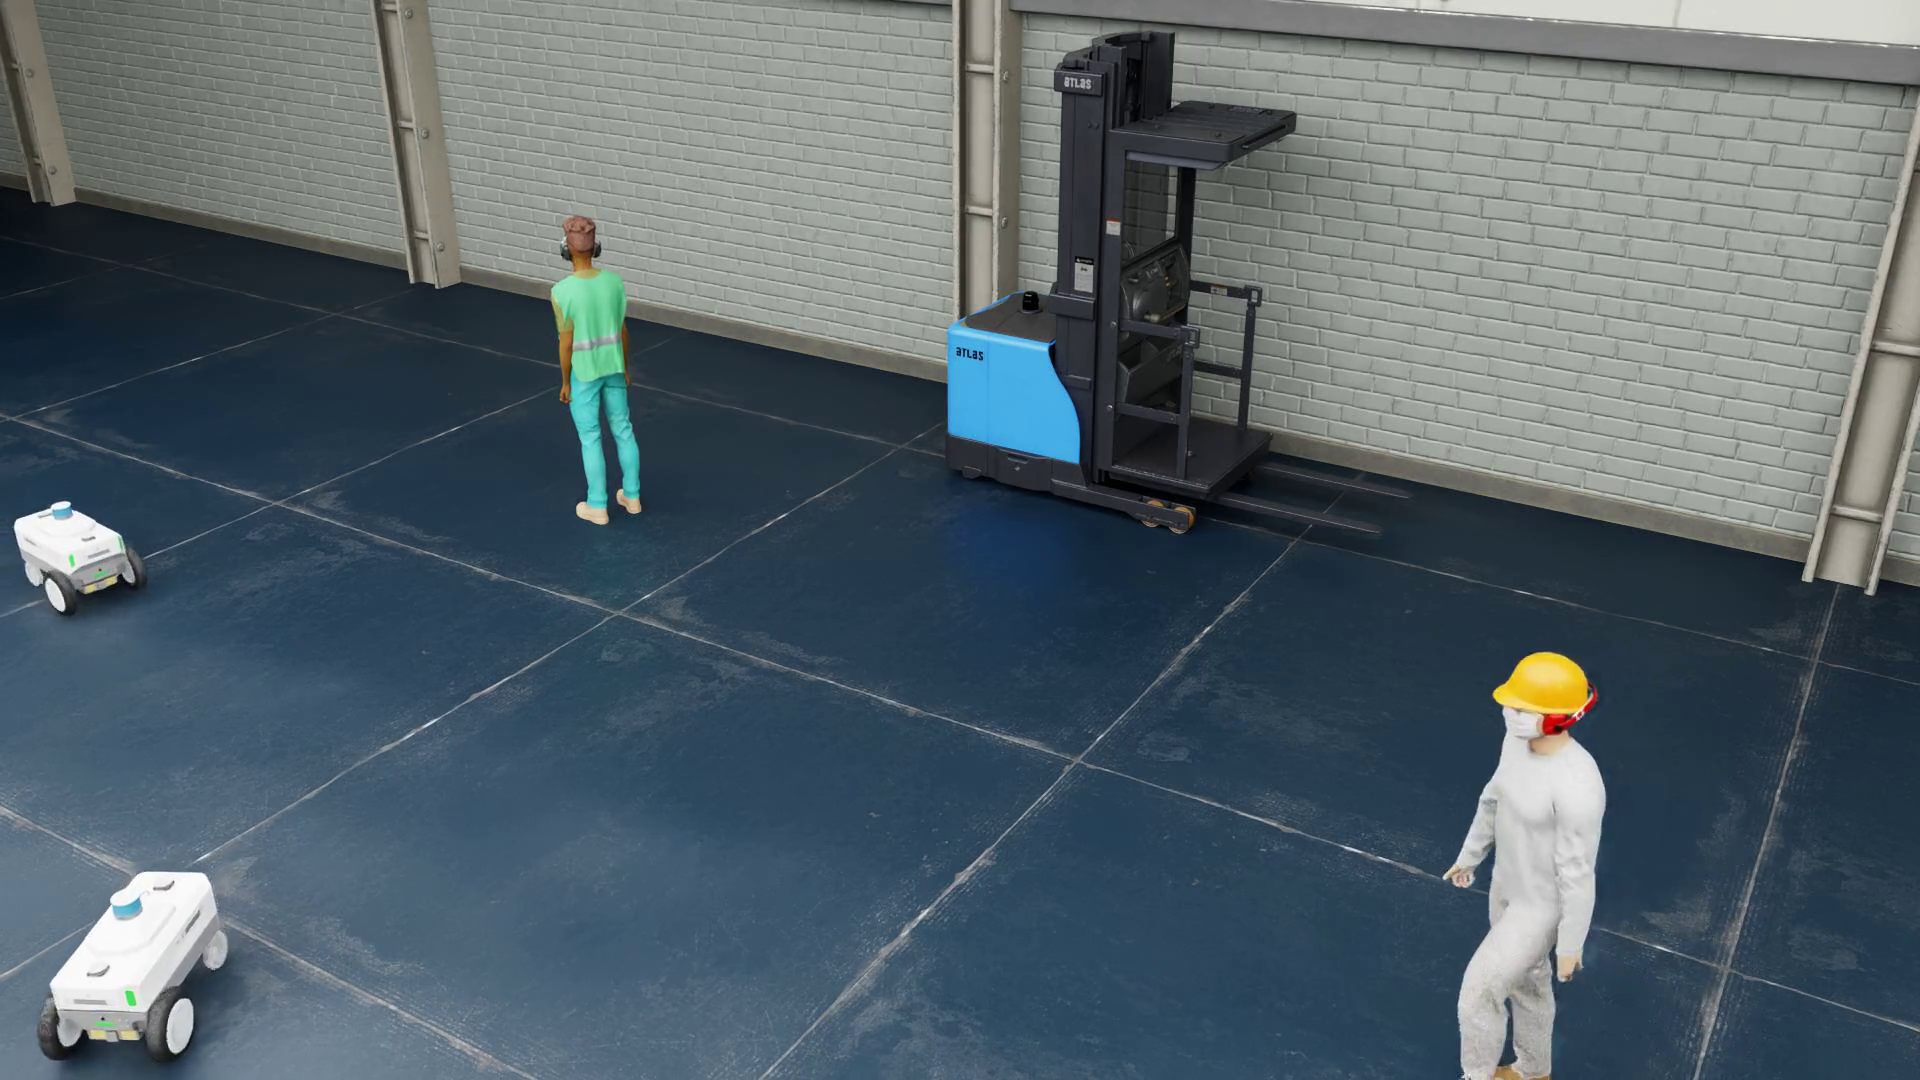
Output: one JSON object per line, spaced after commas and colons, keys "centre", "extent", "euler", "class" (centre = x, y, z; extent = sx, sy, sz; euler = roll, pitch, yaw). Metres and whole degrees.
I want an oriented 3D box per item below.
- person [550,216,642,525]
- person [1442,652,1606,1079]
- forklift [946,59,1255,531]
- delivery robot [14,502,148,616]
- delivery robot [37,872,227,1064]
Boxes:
{"centre": [-2.296, -1.052, 10.488], "extent": [0.482, 1.977, 0.401], "euler": [-19, 31, -34], "class": "person"}
{"centre": [1.899, 1.232, 5.779], "extent": [0.714, 1.867, 0.599], "euler": [-2, 25, -5], "class": "person"}
{"centre": [0.933, -1.707, 10.833], "extent": [1.873, 2.768, 1.129], "euler": [15, 29, 28], "class": "forklift"}
{"centre": [-5.215, 0.066, 9.778], "extent": [0.790, 0.589, 0.499], "euler": [18, 31, 34], "class": "delivery robot"}
{"centre": [-3.190, 1.634, 6.456], "extent": [0.499, 0.585, 0.765], "euler": [1, 25, 2], "class": "delivery robot"}
